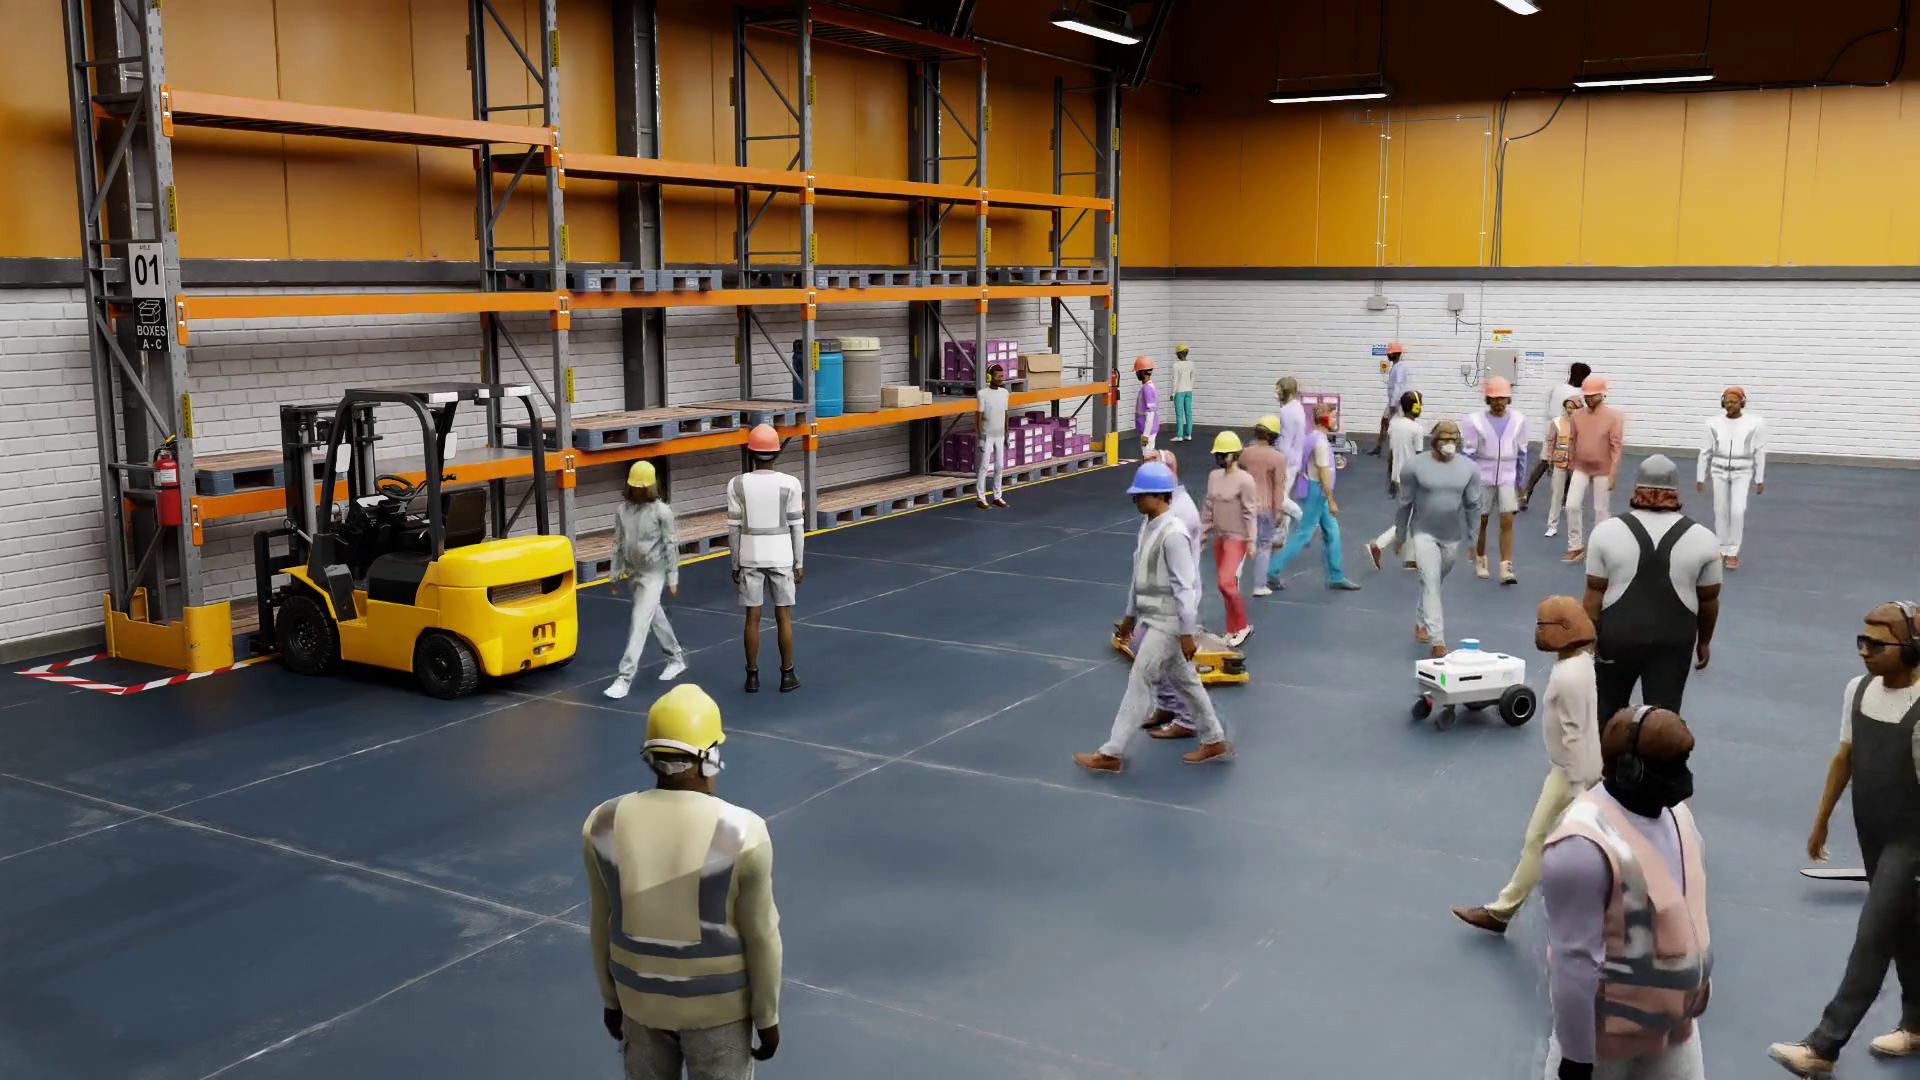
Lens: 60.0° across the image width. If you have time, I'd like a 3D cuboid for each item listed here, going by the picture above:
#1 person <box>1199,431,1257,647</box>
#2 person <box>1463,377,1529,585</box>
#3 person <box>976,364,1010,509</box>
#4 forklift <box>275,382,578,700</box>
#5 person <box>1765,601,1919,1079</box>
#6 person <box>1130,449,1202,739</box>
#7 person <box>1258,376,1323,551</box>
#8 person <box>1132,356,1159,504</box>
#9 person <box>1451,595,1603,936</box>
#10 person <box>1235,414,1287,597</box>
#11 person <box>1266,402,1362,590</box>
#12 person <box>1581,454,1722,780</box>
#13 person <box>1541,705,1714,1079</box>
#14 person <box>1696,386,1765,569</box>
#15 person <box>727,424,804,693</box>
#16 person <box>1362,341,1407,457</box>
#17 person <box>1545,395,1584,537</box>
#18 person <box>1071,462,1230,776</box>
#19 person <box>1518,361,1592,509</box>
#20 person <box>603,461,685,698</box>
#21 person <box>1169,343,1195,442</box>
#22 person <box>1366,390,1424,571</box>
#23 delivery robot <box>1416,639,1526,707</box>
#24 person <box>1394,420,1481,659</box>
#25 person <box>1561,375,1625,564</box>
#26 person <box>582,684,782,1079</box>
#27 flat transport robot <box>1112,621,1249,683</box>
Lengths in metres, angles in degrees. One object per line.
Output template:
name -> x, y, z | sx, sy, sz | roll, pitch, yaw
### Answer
person -> 2.158, -0.002, 13.384 | 0.404, 1.753, 0.536 | -5, 10, -26
person -> 5.198, -0.566, 16.128 | 0.632, 2.000, 0.961 | 1, 9, 7
person -> 0.428, -1.325, 21.328 | 0.504, 1.860, 0.320 | -7, 11, -36
forklift -> -3.974, -0.067, 12.417 | 2.313, 2.155, 1.214 | 5, 11, 30
person -> 3.391, 1.121, 6.215 | 0.938, 1.797, 0.535 | -2, 9, -11
person -> 1.330, 0.356, 10.750 | 0.483, 1.886, 0.685 | -1, 9, -8
person -> 3.572, -0.805, 17.876 | 0.619, 1.918, 0.640 | 3, 10, 19
person -> 2.418, -1.435, 21.772 | 0.379, 1.931, 0.548 | 1, 9, 8
person -> 2.697, 1.035, 7.441 | 0.806, 1.590, 0.533 | 4, 10, 26
person -> 2.693, -0.286, 15.257 | 0.534, 1.728, 0.757 | 6, 11, 34
person -> 3.327, -0.409, 15.732 | 0.923, 1.812, 0.563 | 2, 9, 11
person -> 3.872, 0.494, 9.390 | 0.713, 2.000, 0.907 | 3, 10, 17
person -> 1.865, 1.343, 4.809 | 0.628, 1.809, 0.914 | -7, 11, -36
person -> 7.814, -0.625, 16.920 | 0.620, 1.859, 0.698 | 6, 11, 35
person -> -1.385, 0.136, 11.932 | 0.546, 1.942, 0.346 | 0, 9, 1
person -> 6.975, -2.261, 27.001 | 0.927, 1.899, 0.562 | 1, 9, 4
person -> 6.949, -0.836, 18.944 | 0.515, 1.639, 0.314 | 5, 10, 28
person -> 1.201, 0.470, 10.010 | 1.022, 1.890, 0.639 | -1, 9, -7
person -> 7.580, -1.312, 21.098 | 0.913, 1.919, 0.643 | -4, 10, -24
person -> -2.273, 0.253, 12.002 | 0.507, 1.683, 0.941 | 5, 10, 29
person -> 3.980, -2.643, 29.827 | 0.523, 1.769, 0.309 | -7, 11, -37
person -> 4.455, -0.582, 16.730 | 0.757, 1.842, 0.518 | -3, 9, -16
delivery robot -> 3.418, 0.907, 11.146 | 0.707, 0.478, 0.477 | -3, 10, -20
person -> 3.784, -0.031, 13.204 | 0.639, 1.878, 1.074 | 0, 9, -1
person -> 6.492, -0.706, 17.099 | 0.618, 1.965, 0.640 | 9, 13, 43
person -> -0.796, 1.326, 4.875 | 0.593, 1.825, 0.403 | 2, 9, 15
flat transport robot -> 1.664, 0.841, 12.733 | 0.652, 0.197, 1.431 | -2, 9, -10
